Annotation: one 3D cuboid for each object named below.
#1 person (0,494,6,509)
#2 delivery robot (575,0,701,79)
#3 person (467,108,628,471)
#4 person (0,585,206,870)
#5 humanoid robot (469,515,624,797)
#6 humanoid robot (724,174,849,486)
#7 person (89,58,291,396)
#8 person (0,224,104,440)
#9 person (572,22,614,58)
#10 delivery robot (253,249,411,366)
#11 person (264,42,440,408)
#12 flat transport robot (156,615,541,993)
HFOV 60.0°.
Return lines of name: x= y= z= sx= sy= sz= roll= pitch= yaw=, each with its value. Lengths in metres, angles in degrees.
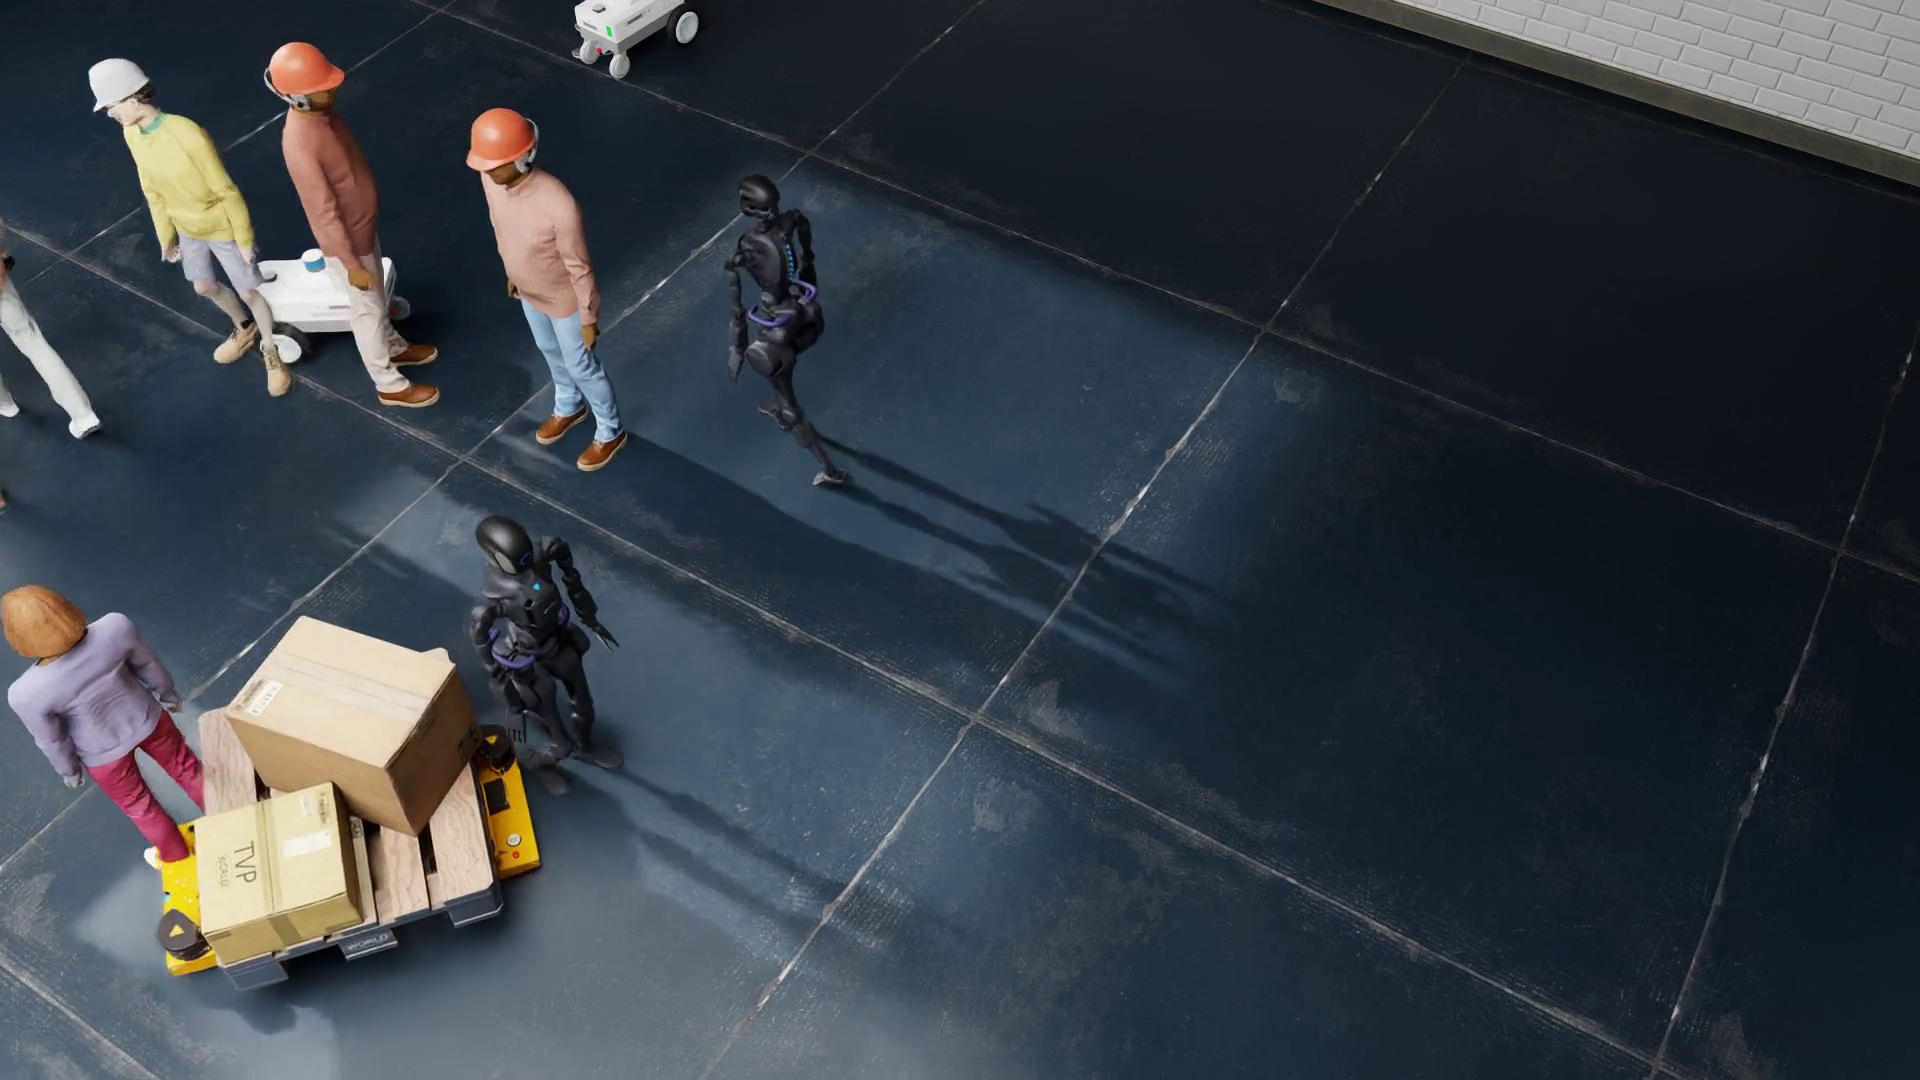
person: x=-5.018 y=-0.930 z=7.616 sx=0.960 sy=1.791 sz=0.652 roll=37 pitch=58 yaw=28
delivery robot: x=-2.069 y=-3.340 z=10.549 sx=0.499 sy=0.601 sz=0.802 roll=30 pitch=55 yaw=24
person: x=-1.904 y=-1.140 z=7.675 sx=0.631 sy=1.985 sz=0.412 roll=33 pitch=56 yaw=25
person: x=-3.161 y=0.730 z=6.276 sx=0.286 sy=1.629 sz=0.522 roll=27 pitch=54 yaw=22
humanoid robot: x=-1.624 y=0.455 z=6.488 sx=0.356 sy=1.650 sz=0.584 roll=23 pitch=53 yaw=19
humanoid robot: x=-0.799 y=-0.978 z=7.781 sx=0.745 sy=1.649 sz=0.590 roll=31 pitch=56 yaw=25
person: x=-3.676 y=-1.530 z=8.107 sx=0.587 sy=1.855 sz=0.417 roll=12 pitch=50 yaw=10
person: x=-4.664 y=-1.204 z=7.793 sx=0.848 sy=1.894 sz=0.586 roll=32 pitch=56 yaw=25
person: x=-2.352 y=-3.795 z=10.142 sx=0.442 sy=1.756 sz=0.775 roll=-3 pitch=49 yaw=-3
delivery robot: x=-3.325 y=-1.270 z=8.719 sx=0.753 sy=0.570 sz=0.499 roll=-2 pitch=49 yaw=-2
person: x=-2.902 y=-1.487 z=7.971 sx=0.392 sy=1.992 sz=0.620 roll=-9 pitch=49 yaw=-8
flat transport robot: x=-2.482 y=1.229 z=6.741 sx=1.431 sy=0.231 sz=0.659 roll=-15 pitch=51 yaw=-13
